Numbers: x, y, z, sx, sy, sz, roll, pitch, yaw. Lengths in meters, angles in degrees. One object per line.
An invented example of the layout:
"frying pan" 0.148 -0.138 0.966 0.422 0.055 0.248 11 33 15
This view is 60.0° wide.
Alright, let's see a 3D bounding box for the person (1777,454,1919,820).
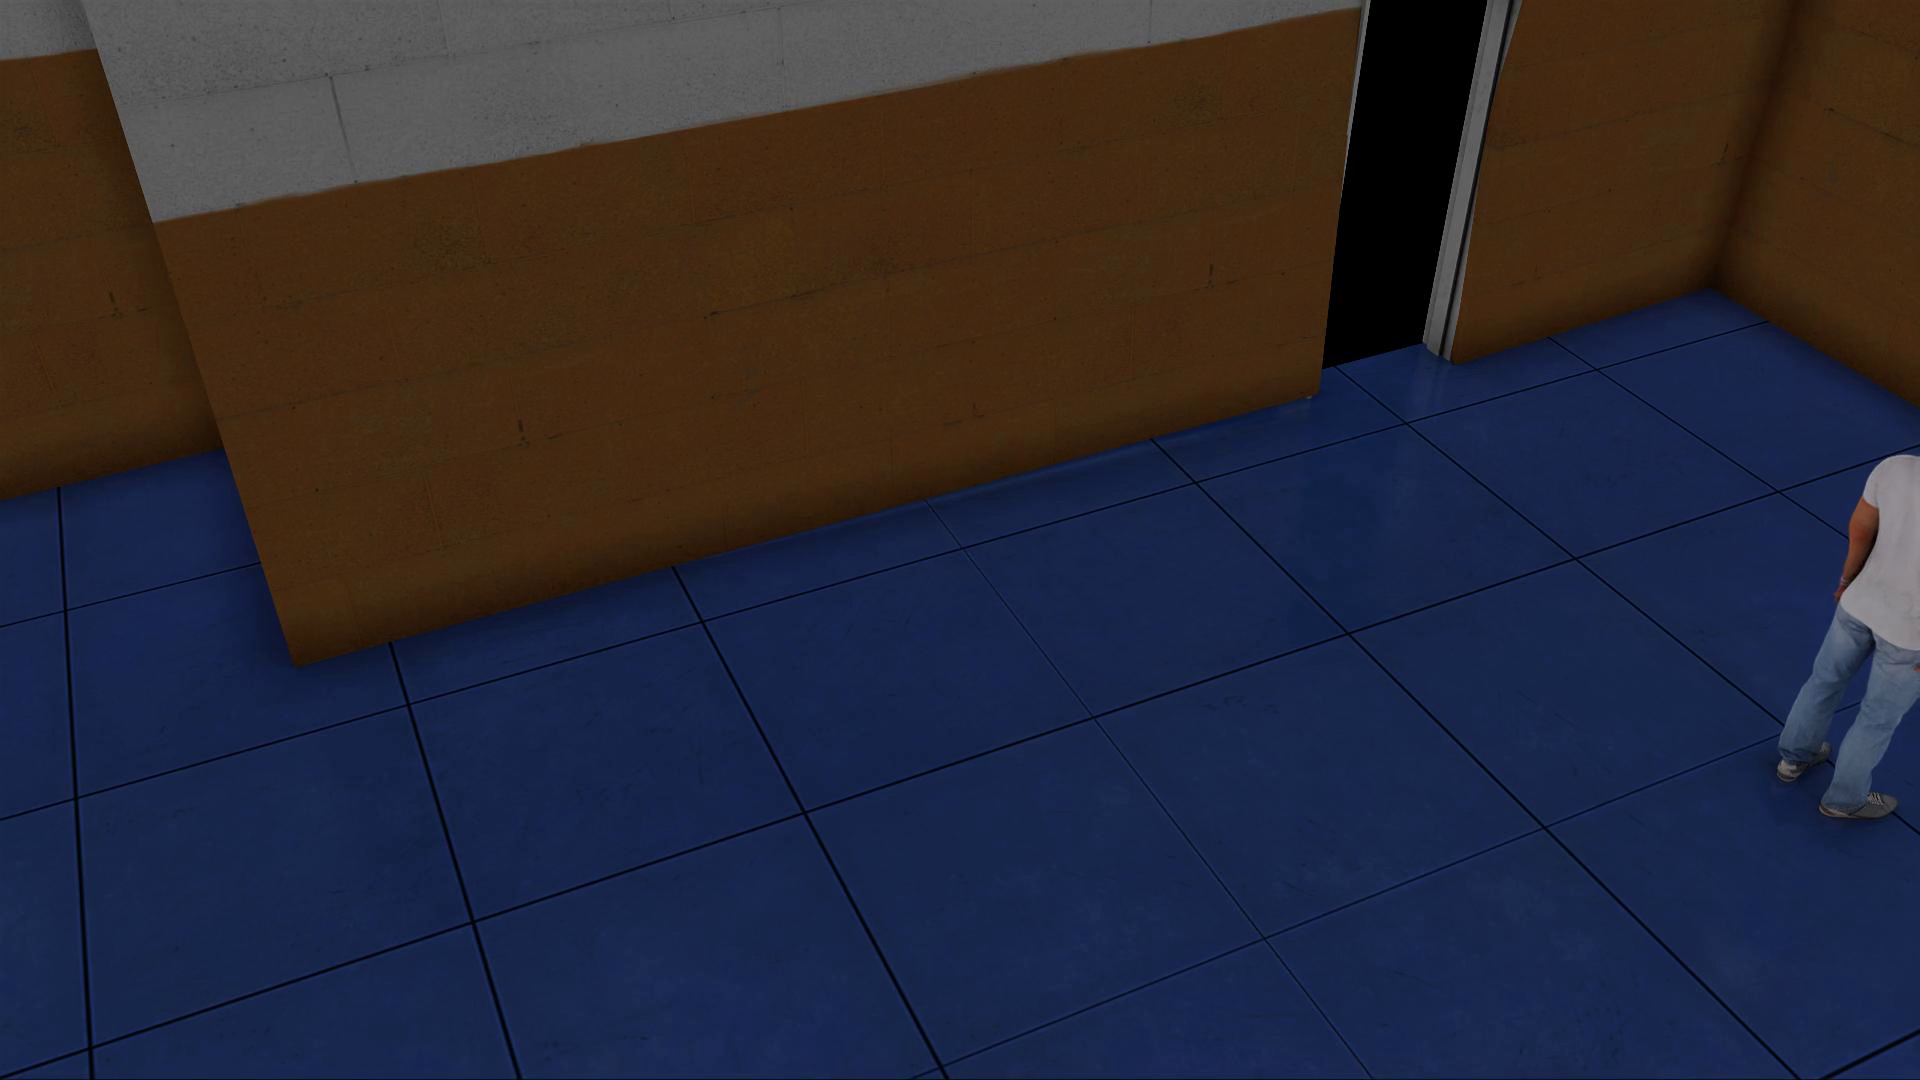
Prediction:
"person" 3.524 0.269 6.285 0.754 1.866 0.539 -12 38 -15
